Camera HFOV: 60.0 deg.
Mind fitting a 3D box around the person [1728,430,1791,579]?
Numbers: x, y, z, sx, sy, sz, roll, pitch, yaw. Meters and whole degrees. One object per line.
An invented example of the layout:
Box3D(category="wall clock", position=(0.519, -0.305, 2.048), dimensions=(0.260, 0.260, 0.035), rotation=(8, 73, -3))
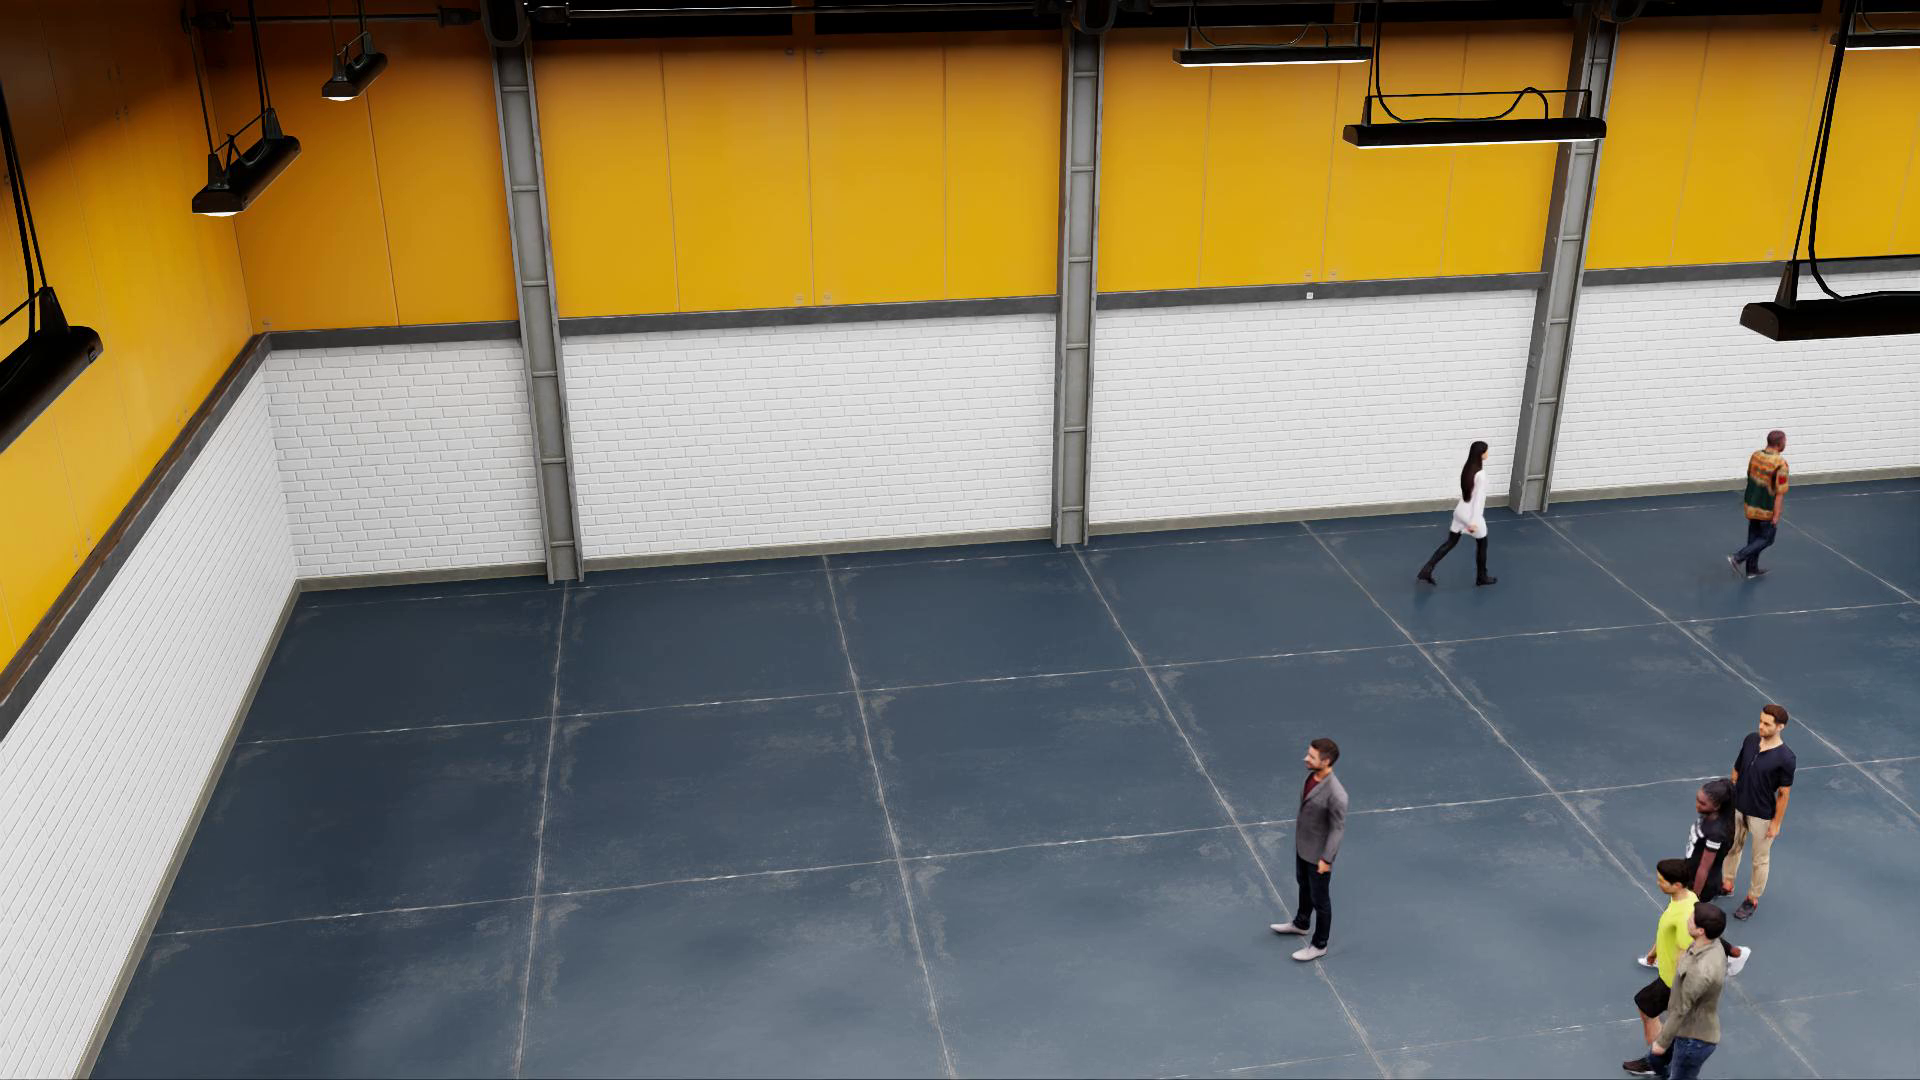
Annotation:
Box3D(category="person", position=(9.079, -0.378, 18.925), dimensions=(0.895, 1.798, 0.752), rotation=(-7, 25, -16))

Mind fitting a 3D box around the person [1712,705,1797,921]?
Box3D(category="person", position=(6.286, 2.122, 13.133), dimensions=(0.634, 1.857, 0.698), rotation=(-12, 26, -25))

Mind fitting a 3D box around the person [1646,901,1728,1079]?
Box3D(category="person", position=(4.806, 3.186, 10.707), dimensions=(0.851, 1.851, 0.834), rotation=(10, 26, 22))

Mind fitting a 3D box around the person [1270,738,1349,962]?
Box3D(category="person", position=(2.708, 2.319, 12.661), dimensions=(0.603, 1.874, 0.691), rotation=(-5, 24, -12))

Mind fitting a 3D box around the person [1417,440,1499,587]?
Box3D(category="person", position=(5.605, -0.246, 18.664), dimensions=(1.187, 1.765, 0.640), rotation=(-5, 24, -12))

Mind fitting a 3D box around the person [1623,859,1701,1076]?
Box3D(category="person", position=(5.007, 2.966, 11.427), dimensions=(0.827, 1.676, 0.788), rotation=(7, 25, 15))

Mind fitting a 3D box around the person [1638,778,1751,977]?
Box3D(category="person", position=(5.542, 2.551, 12.305), dimensions=(1.040, 1.734, 0.826), rotation=(7, 24, 15))
